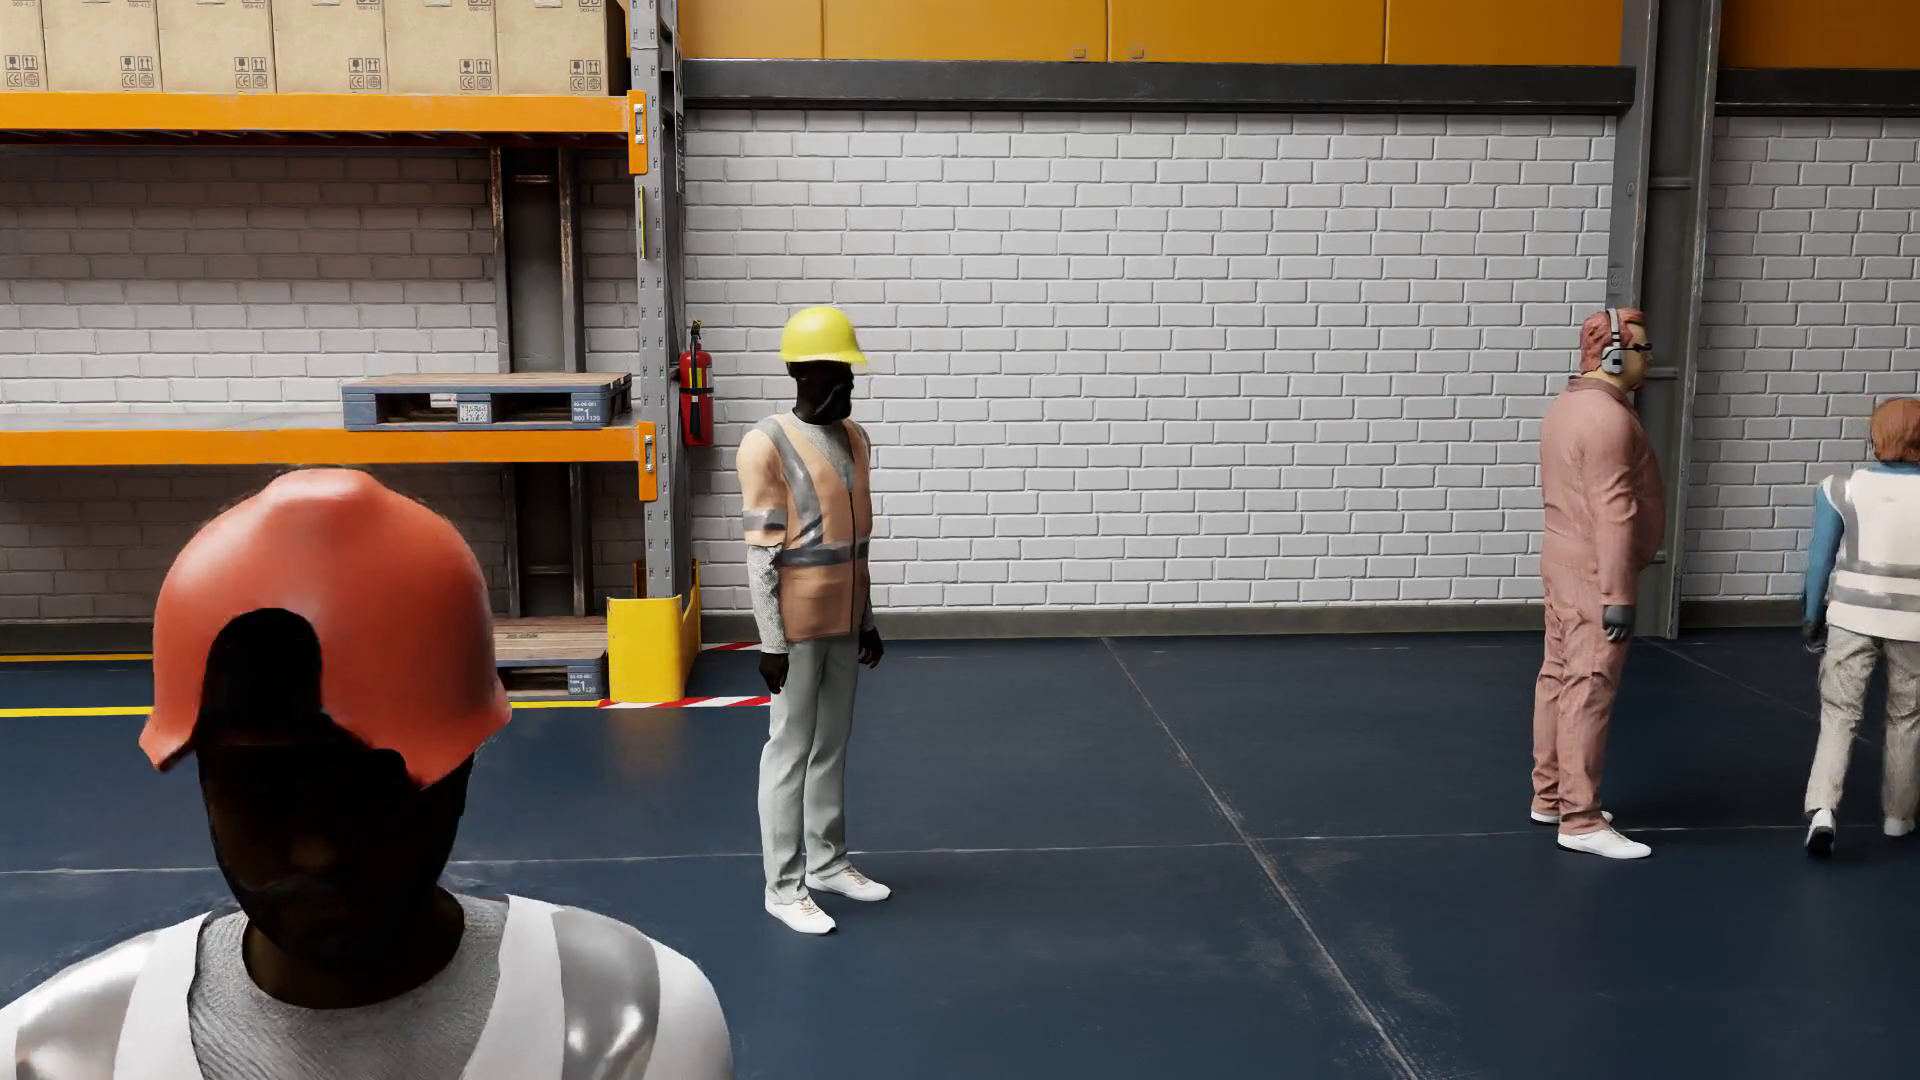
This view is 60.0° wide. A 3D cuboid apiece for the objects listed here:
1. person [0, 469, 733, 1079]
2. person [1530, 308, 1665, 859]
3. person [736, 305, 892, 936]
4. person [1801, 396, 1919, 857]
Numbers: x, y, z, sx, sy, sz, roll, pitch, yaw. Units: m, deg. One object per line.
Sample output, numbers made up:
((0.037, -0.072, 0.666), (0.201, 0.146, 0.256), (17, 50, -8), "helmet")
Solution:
((-0.446, 0.872, 1.322), (0.551, 1.902, 0.971), (-1, 9, -7), "person")
((2.261, 0.143, 5.875), (0.404, 1.911, 0.636), (1, 9, 4), "person")
((-0.442, 0.239, 5.202), (0.359, 1.930, 0.587), (5, 10, 29), "person")
((3.210, 0.306, 5.781), (0.529, 1.623, 0.666), (6, 11, 35), "person")
